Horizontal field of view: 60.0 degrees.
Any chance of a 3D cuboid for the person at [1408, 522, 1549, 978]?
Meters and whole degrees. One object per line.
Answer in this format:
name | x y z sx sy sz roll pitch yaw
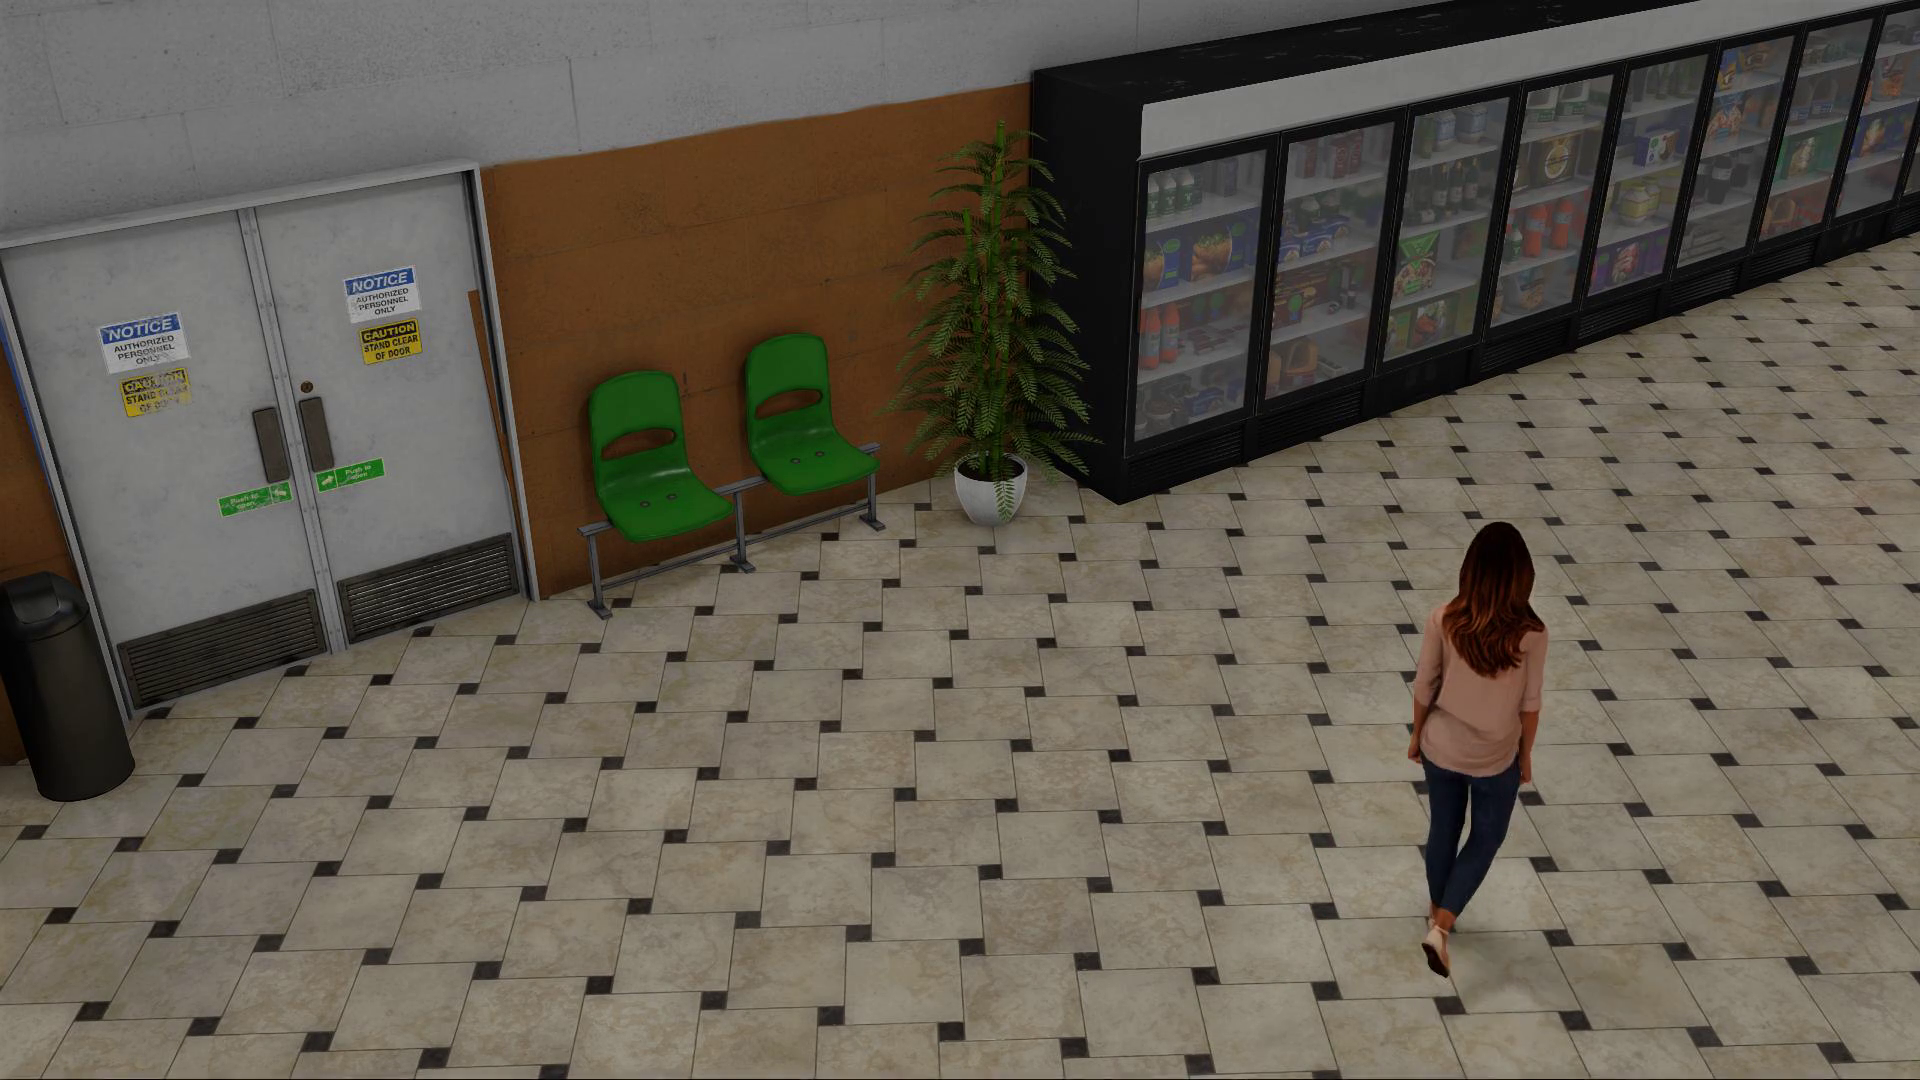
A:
person | 1.789 0.793 5.875 0.928 1.777 0.889 15 32 25
